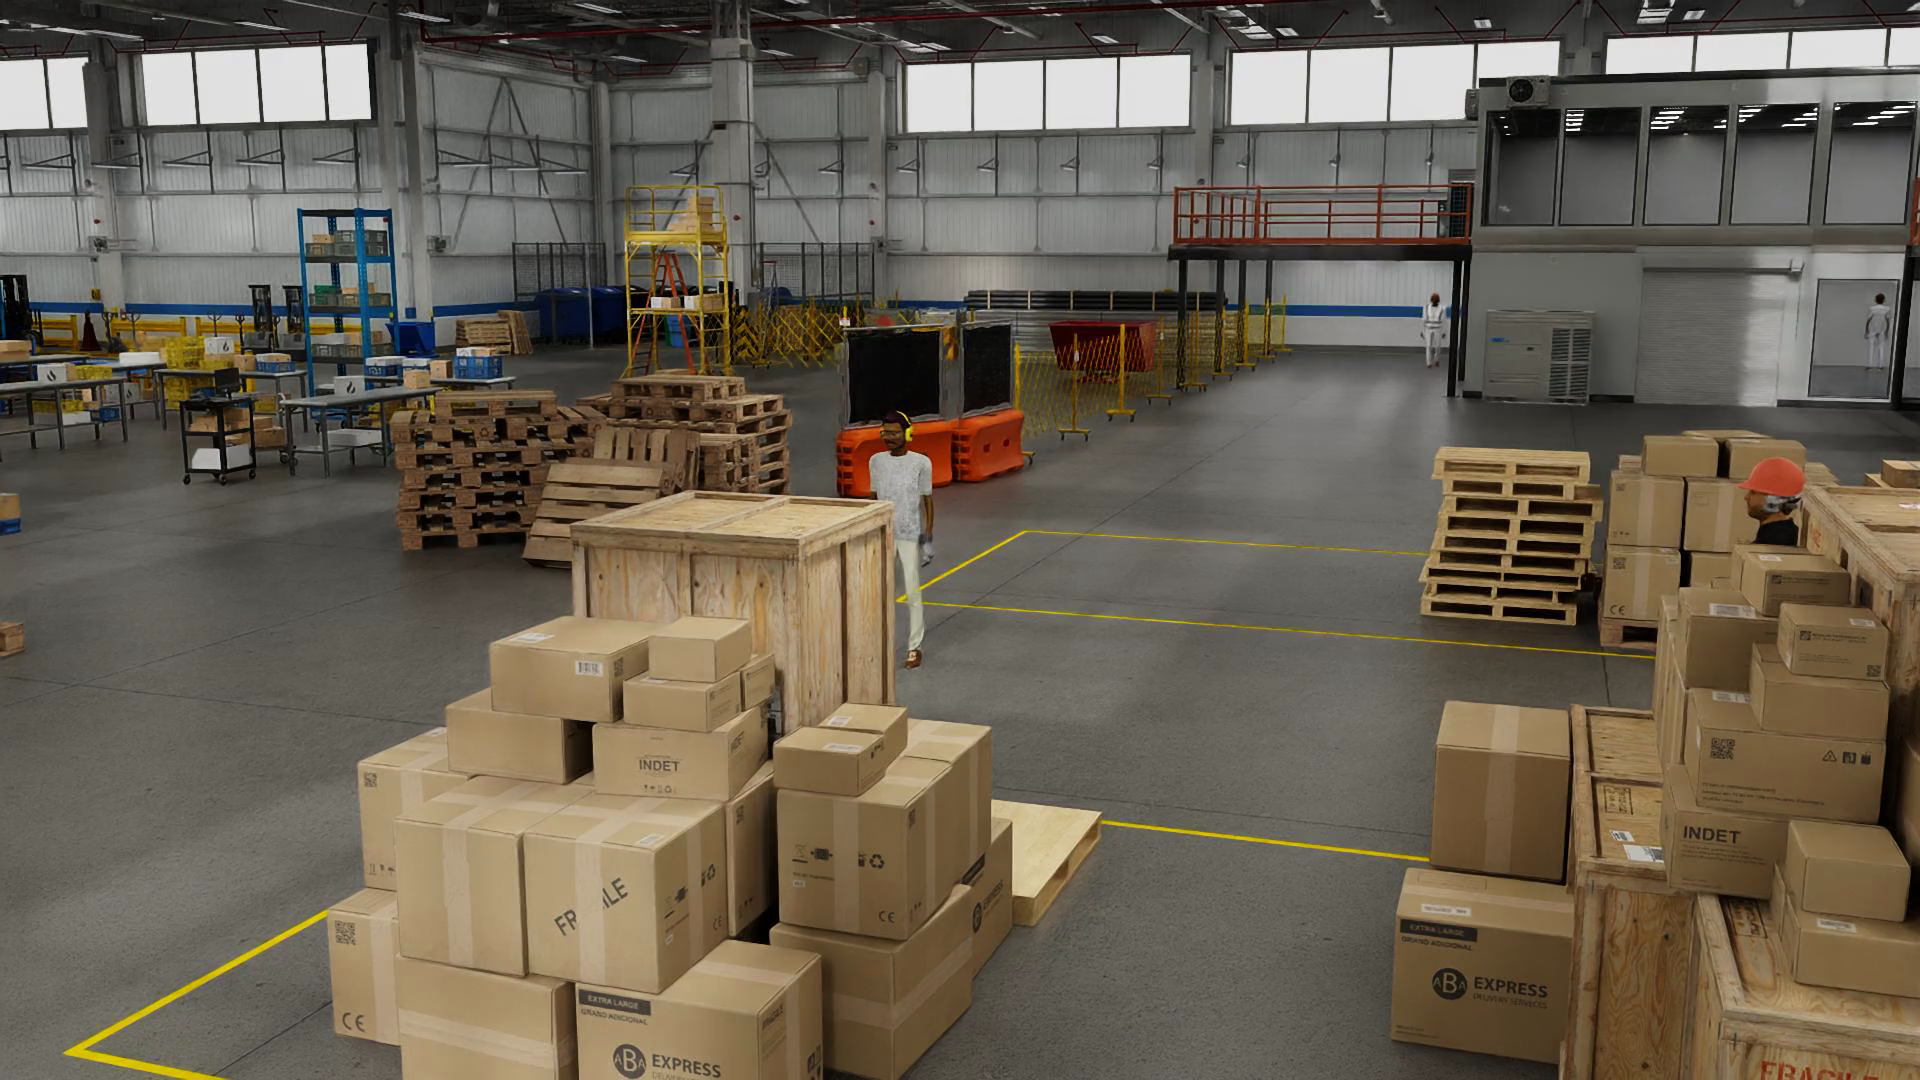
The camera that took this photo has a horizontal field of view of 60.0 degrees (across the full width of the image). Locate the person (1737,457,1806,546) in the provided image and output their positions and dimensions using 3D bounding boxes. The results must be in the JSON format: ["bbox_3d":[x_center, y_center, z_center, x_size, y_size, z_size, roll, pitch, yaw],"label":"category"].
[{"bbox_3d":[4.014,0.578,8.303,0.619,1.997,0.373,-10,14,-44],"label":"person"}]

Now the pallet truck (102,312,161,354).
[{"bbox_3d":[-23.057,-5.777,46.261,0.680,1.201,1.601,3,11,19],"label":"pallet truck"}]

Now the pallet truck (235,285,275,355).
[{"bbox_3d":[-18.327,-5.835,44.421,0.823,1.965,1.885,4,11,23],"label":"pallet truck"}]

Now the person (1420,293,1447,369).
[{"bbox_3d":[11.561,-5.099,40.660,0.597,1.866,0.619,4,11,20],"label":"person"}]

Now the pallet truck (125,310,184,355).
[{"bbox_3d":[-22.038,-5.665,45.457,0.704,1.261,1.522,3,11,17],"label":"pallet truck"}]

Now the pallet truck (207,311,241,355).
[{"bbox_3d":[-19.537,-5.575,44.913,0.653,1.274,1.630,3,11,19],"label":"pallet truck"}]

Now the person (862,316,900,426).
[{"bbox_3d":[-1.094,-2.276,24.394,0.660,1.986,1.043,9,14,42],"label":"person"}]

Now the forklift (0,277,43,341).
[{"bbox_3d":[-27.151,-6.329,46.328,1.157,1.987,2.680,3,11,17],"label":"forklift"}]

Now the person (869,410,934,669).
[{"bbox_3d":[-0.437,-0.004,11.949,0.530,1.869,0.311,4,11,20],"label":"person"}]

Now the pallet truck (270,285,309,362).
[{"bbox_3d":[-17.147,-5.700,43.663,0.823,1.965,1.885,3,11,17],"label":"pallet truck"}]
